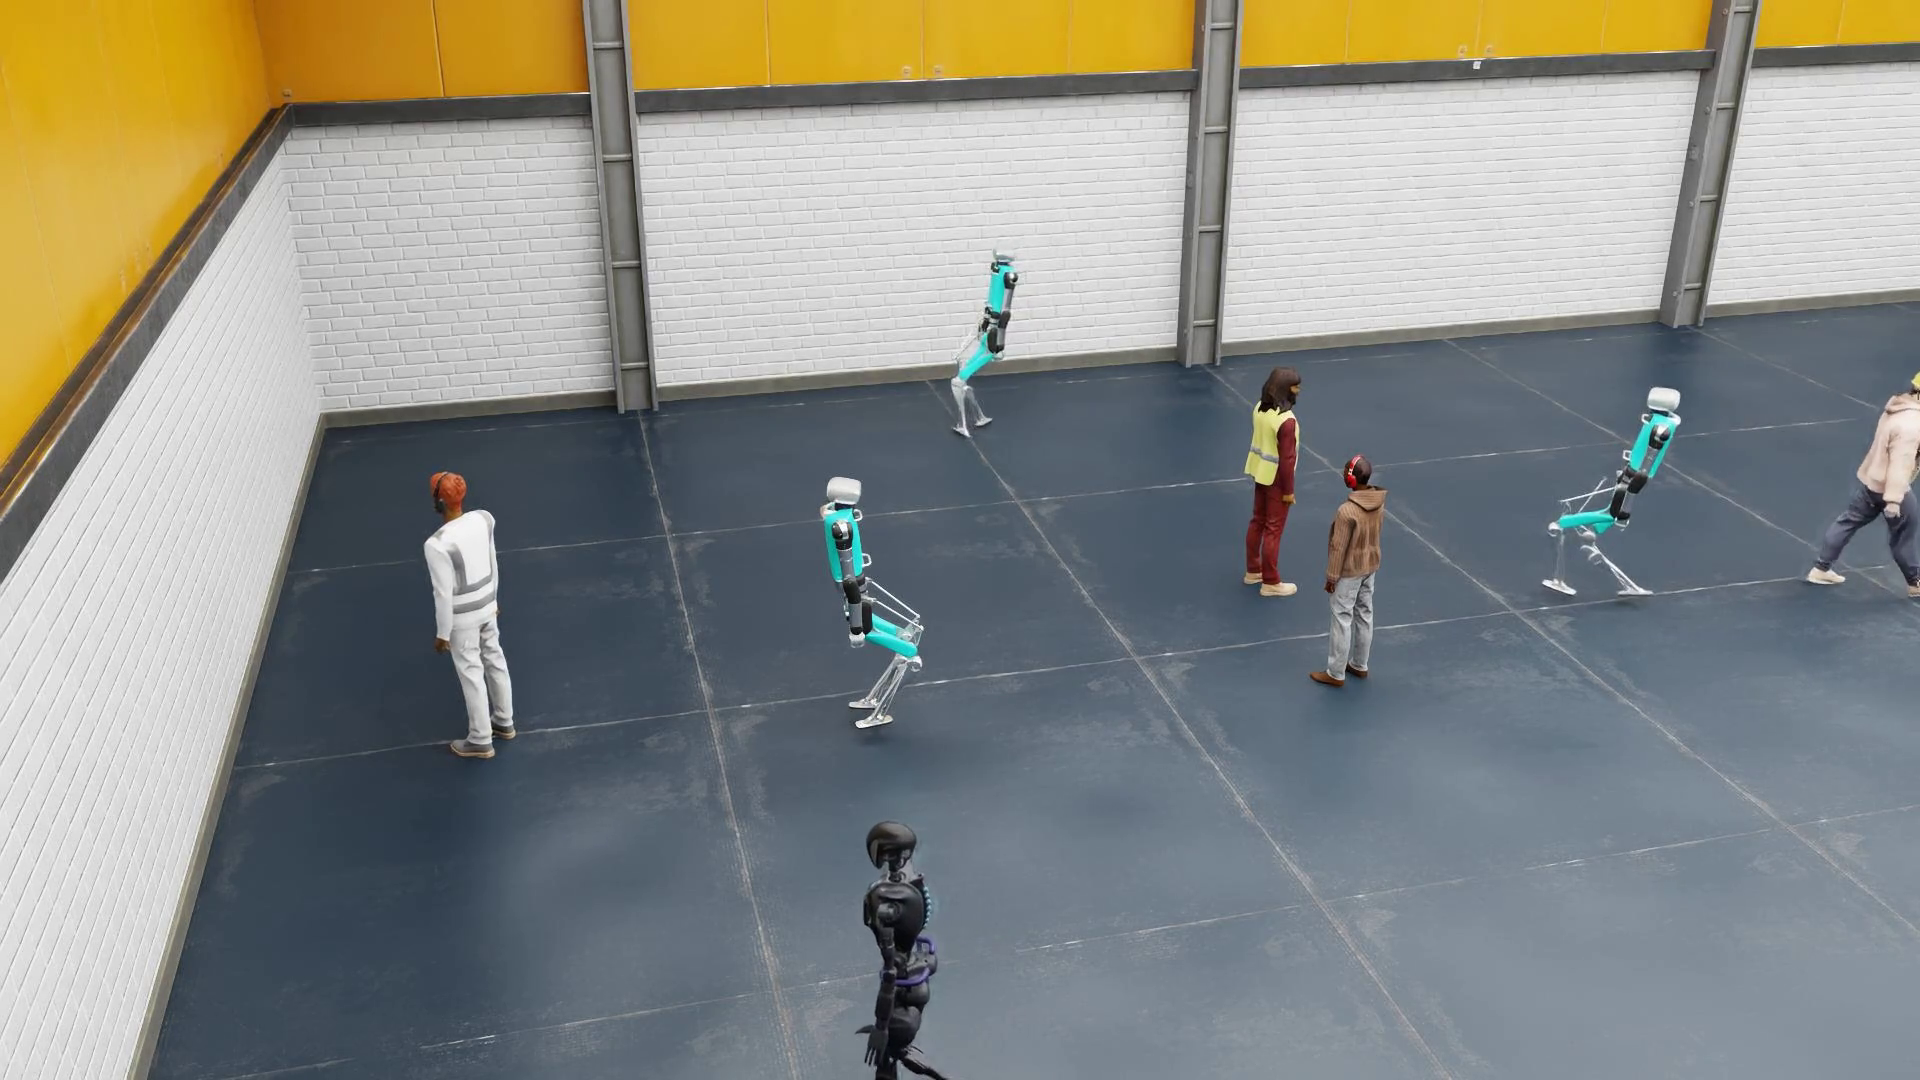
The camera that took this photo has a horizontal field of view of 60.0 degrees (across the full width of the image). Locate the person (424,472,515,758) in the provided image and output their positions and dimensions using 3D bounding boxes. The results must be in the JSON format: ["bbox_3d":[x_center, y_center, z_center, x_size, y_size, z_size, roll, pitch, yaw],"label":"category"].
[{"bbox_3d":[-3.053,0.465,10.303,0.362,1.882,0.574,10,26,21],"label":"person"}]

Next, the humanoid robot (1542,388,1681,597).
[{"bbox_3d":[4.721,-0.332,12.318,0.994,1.720,0.556,9,25,21],"label":"humanoid robot"}]

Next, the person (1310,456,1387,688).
[{"bbox_3d":[2.636,0.219,11.155,0.462,1.648,0.327,-18,29,-35],"label":"person"}]

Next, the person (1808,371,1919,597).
[{"bbox_3d":[7.018,-0.438,12.449,0.995,1.800,0.822,6,24,13],"label":"person"}]

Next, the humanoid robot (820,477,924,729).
[{"bbox_3d":[-0.492,0.390,10.487,0.735,1.677,0.533,-3,24,-8],"label":"humanoid robot"}]

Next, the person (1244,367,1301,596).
[{"bbox_3d":[2.346,-0.442,12.496,0.376,1.775,0.466,-8,25,-18],"label":"person"}]

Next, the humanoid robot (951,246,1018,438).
[{"bbox_3d":[0.123,-1.873,15.797,0.875,1.772,0.596,-6,25,-14],"label":"humanoid robot"}]

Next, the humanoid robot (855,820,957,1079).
[{"bbox_3d":[-0.204,1.952,7.194,0.470,1.643,0.609,3,24,8],"label":"humanoid robot"}]
